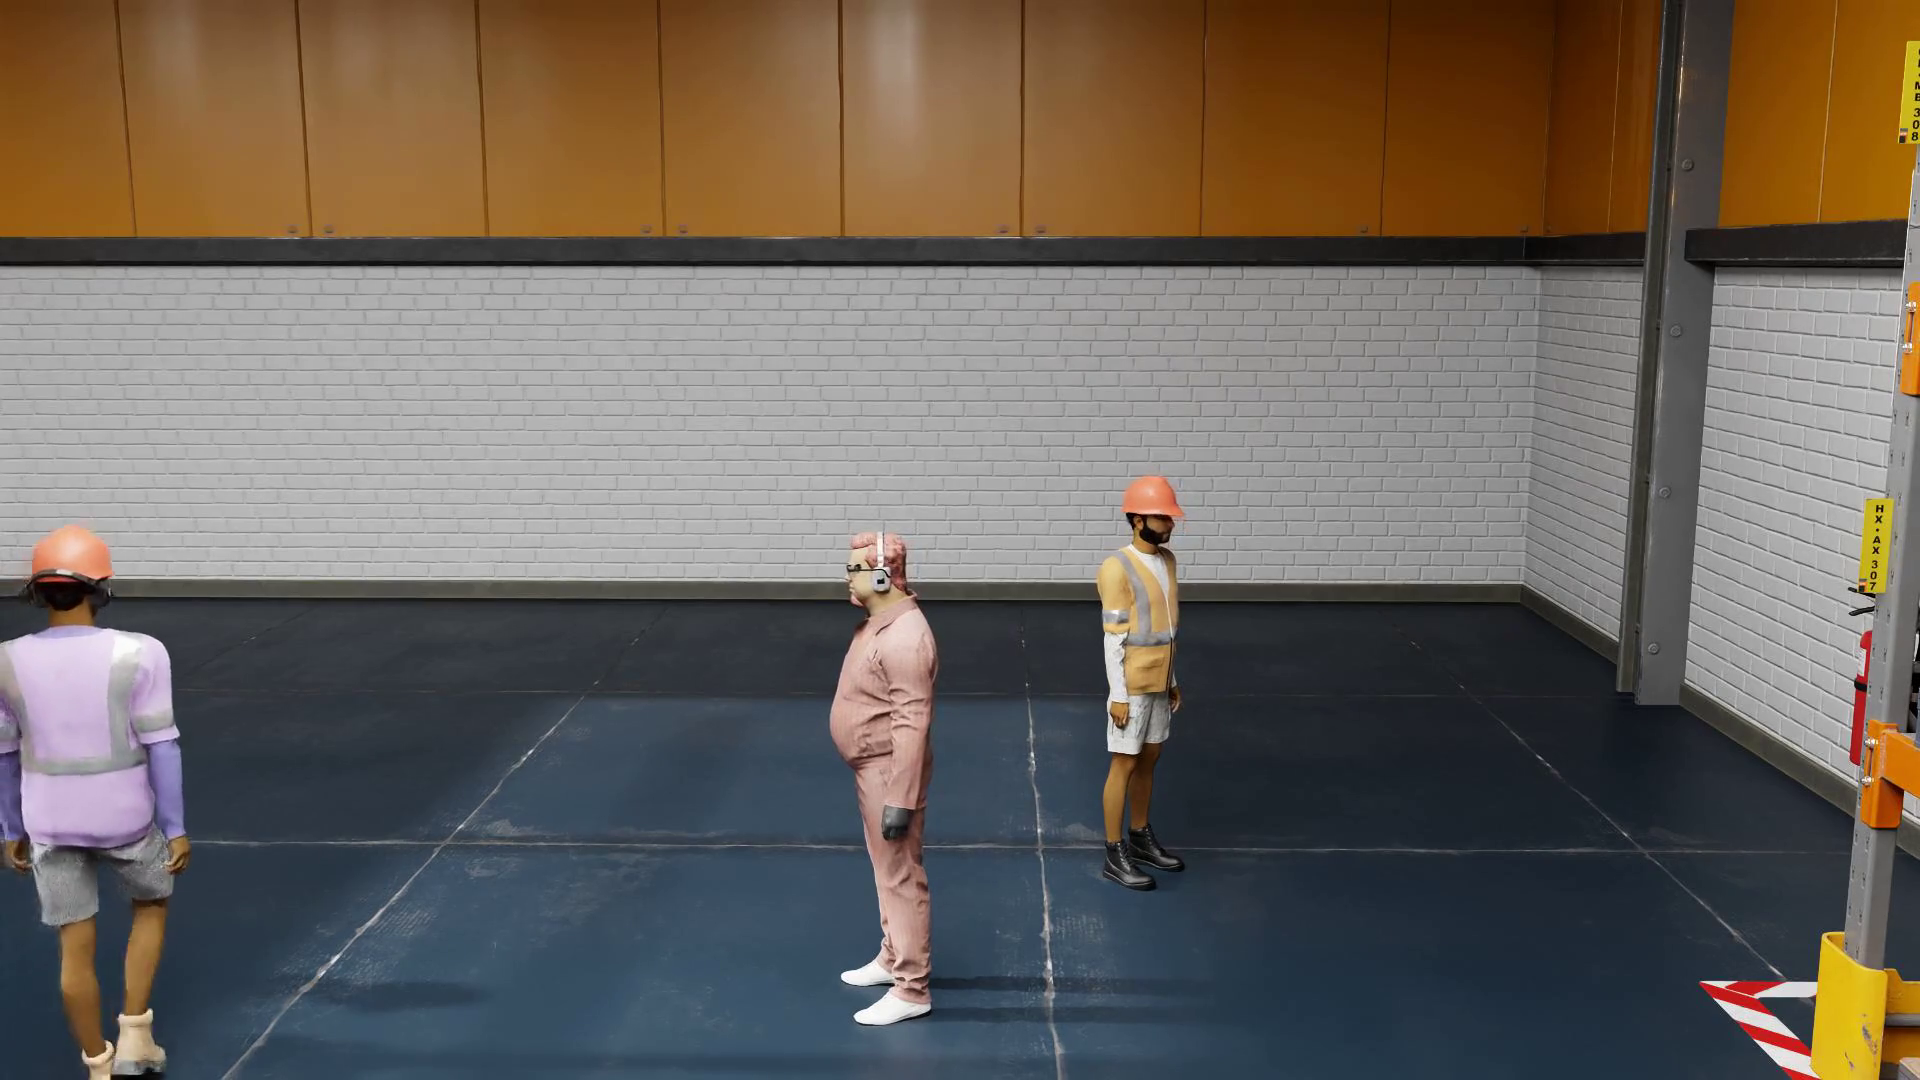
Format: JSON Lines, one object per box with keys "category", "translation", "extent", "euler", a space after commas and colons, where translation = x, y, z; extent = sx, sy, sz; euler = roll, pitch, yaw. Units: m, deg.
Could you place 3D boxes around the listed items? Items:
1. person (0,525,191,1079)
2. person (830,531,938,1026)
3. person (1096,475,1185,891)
{"category": "person", "translation": [-3.005, 0.956, 5.782], "extent": [0.642, 2.026, 0.478], "euler": [-2, 10, -11]}
{"category": "person", "translation": [-0.301, 0.908, 6.435], "extent": [0.403, 1.906, 0.652], "euler": [-2, 10, -10]}
{"category": "person", "translation": [0.873, 0.656, 7.840], "extent": [0.350, 1.942, 0.543], "euler": [7, 12, 36]}
